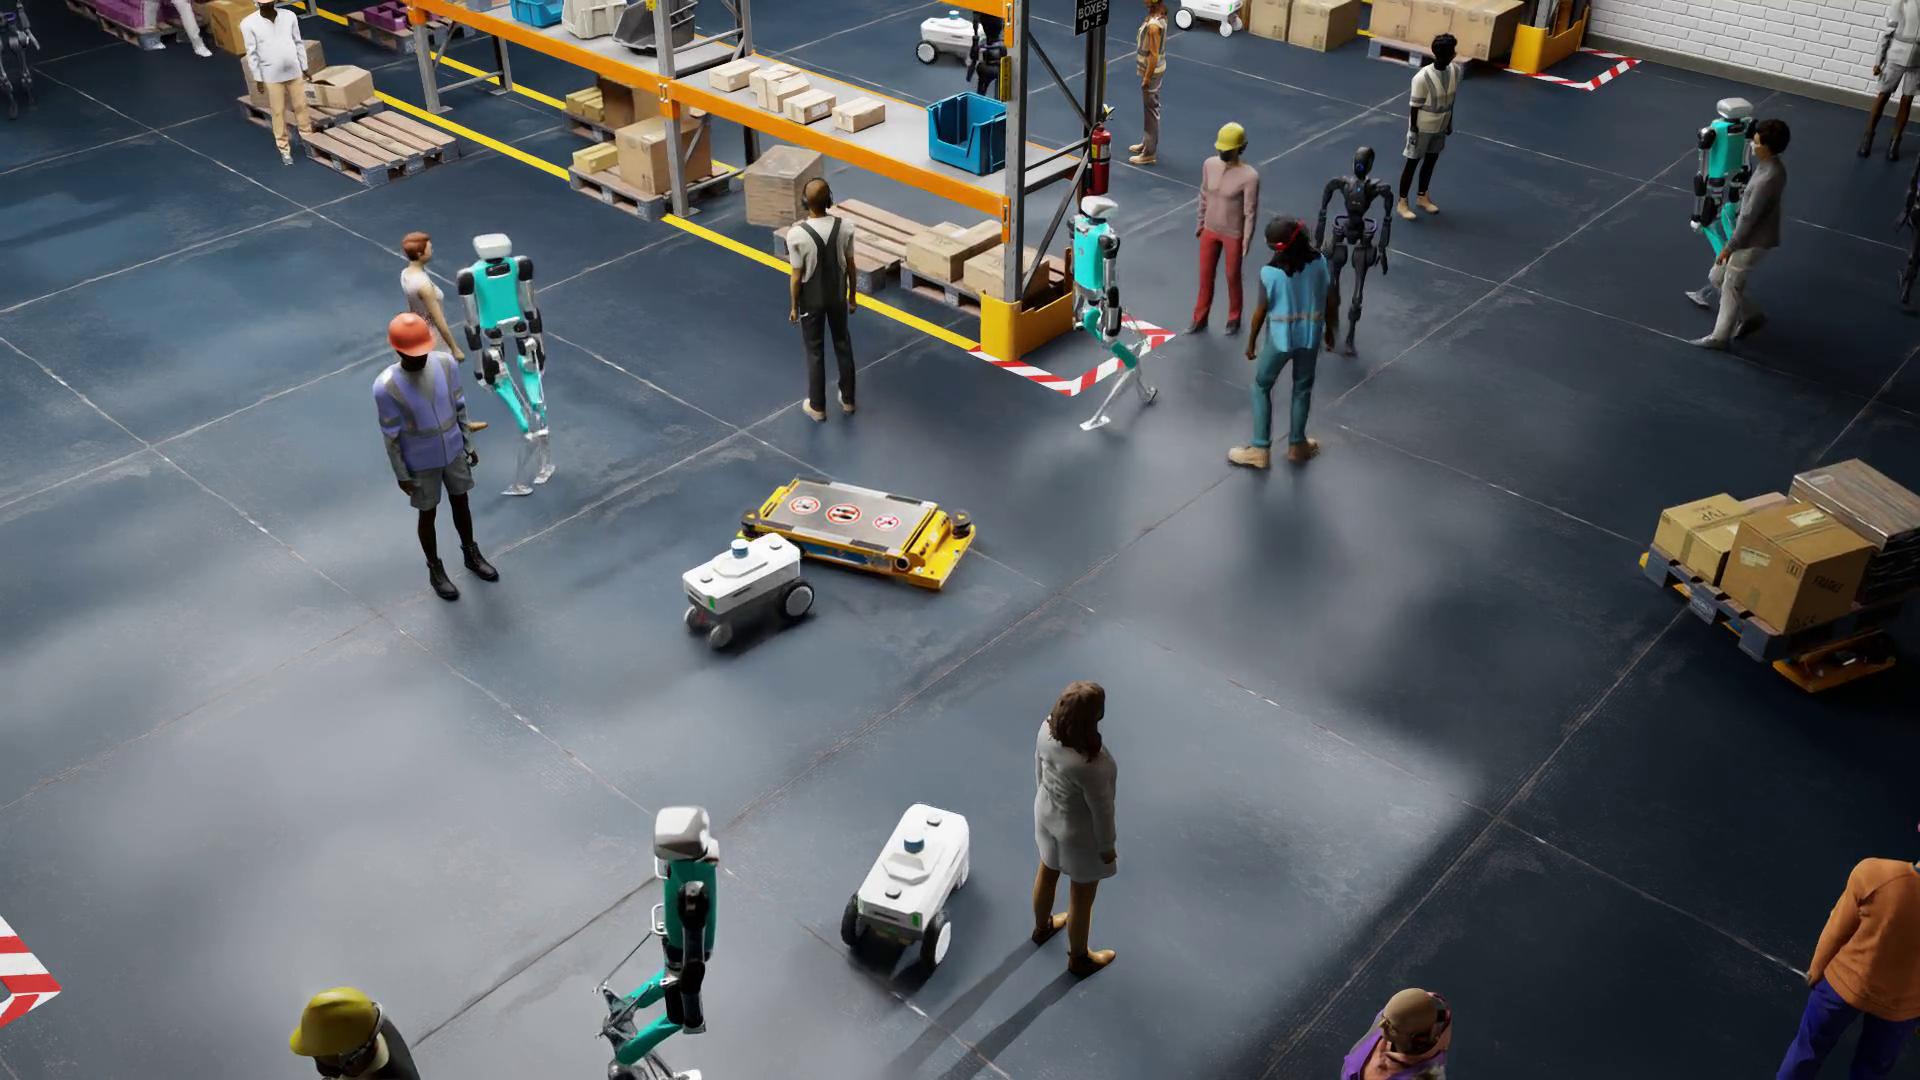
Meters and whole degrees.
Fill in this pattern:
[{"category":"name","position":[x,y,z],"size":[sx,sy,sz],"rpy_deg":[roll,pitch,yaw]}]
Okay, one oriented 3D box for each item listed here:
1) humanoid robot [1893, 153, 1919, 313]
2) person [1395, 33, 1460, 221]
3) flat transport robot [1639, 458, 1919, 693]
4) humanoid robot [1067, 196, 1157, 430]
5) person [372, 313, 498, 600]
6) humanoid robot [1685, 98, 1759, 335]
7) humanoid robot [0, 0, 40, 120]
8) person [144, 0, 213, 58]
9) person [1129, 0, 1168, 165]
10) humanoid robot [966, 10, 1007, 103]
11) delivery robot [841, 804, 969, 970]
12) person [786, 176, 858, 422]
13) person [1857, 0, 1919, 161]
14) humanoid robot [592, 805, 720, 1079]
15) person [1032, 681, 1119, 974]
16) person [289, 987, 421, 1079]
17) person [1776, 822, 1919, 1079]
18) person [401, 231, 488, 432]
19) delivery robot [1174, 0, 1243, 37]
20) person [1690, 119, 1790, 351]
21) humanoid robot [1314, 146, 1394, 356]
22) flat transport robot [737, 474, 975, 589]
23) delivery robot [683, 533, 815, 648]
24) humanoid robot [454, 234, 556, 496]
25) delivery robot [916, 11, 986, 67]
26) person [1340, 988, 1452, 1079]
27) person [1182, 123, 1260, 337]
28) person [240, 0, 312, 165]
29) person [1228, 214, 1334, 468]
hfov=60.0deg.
[{"category":"humanoid robot","position":[7.970,-2.704,13.539],"size":[0.589,1.635,0.792],"rpy_deg":[6,35,9]},{"category":"person","position":[4.221,-3.718,14.946],"size":[0.535,1.691,0.319],"rpy_deg":[-20,39,-27]},{"category":"flat transport robot","position":[4.956,0.390,10.245],"size":[0.659,0.231,1.431],"rpy_deg":[-14,37,-19]},{"category":"humanoid robot","position":[1.194,-1.643,11.949],"size":[0.850,1.836,0.562],"rpy_deg":[-18,38,-24]},{"category":"person","position":[-3.186,-0.515,10.099],"size":[0.387,1.929,0.543],"rpy_deg":[28,44,34]},{"category":"humanoid robot","position":[6.186,-2.501,13.175],"size":[0.565,1.798,0.948],"rpy_deg":[-13,37,-18]},{"category":"humanoid robot","position":[-9.810,-5.171,17.068],"size":[0.583,1.647,0.560],"rpy_deg":[-16,38,-22]},{"category":"person","position":[-9.020,-6.396,18.673],"size":[0.968,1.865,0.649],"rpy_deg":[24,41,31]},{"category":"person","position":[1.819,-4.513,16.020],"size":[0.315,1.777,0.465],"rpy_deg":[4,35,6]},{"category":"humanoid robot","position":[0.318,-4.774,16.492],"size":[0.319,1.659,0.598],"rpy_deg":[28,44,35]},{"category":"delivery robot","position":[-0.227,1.662,8.139],"size":[0.499,0.581,0.768],"rpy_deg":[13,37,17]},{"category":"person","position":[-0.975,-1.714,11.906],"size":[0.512,1.843,0.327],"rpy_deg":[-15,37,-20]},{"category":"person","position":[9.154,-4.635,16.070],"size":[0.548,1.927,0.389],"rpy_deg":[14,37,19]},{"category":"humanoid robot","position":[-1.289,1.810,6.869],"size":[0.698,1.748,0.538],"rpy_deg":[-6,35,-9]},{"category":"person","position":[0.540,1.313,7.682],"size":[0.338,1.659,0.486],"rpy_deg":[-24,41,-30]},{"category":"person","position":[-2.111,2.292,6.114],"size":[0.404,1.830,0.602],"rpy_deg":[-18,39,-24]},{"category":"person","position":[3.712,1.793,6.717],"size":[0.517,1.974,0.398],"rpy_deg":[18,39,25]},{"category":"person","position":[-3.676,-1.351,11.554],"size":[0.590,1.641,0.462],"rpy_deg":[-20,39,-26]},{"category":"delivery robot","position":[2.962,-6.318,19.709],"size":[0.774,0.592,0.499],"rpy_deg":[22,40,28]},{"category":"person","position":[6.037,-2.297,12.725],"size":[0.465,1.882,0.522],"rpy_deg":[15,37,20]},{"category":"humanoid robot","position":[3.023,-2.267,12.865],"size":[0.613,1.634,0.644],"rpy_deg":[10,36,14]},{"category":"flat transport robot","position":[-0.680,-0.068,10.909],"size":[1.431,0.231,0.659],"rpy_deg":[12,36,17]},{"category":"delivery robot","position":[-1.321,0.259,10.172],"size":[0.774,0.581,0.499],"rpy_deg":[-27,43,-33]},{"category":"humanoid robot","position":[-2.928,-1.123,11.130],"size":[0.574,1.754,0.761],"rpy_deg":[-25,42,-32]},{"category":"delivery robot","position":[-0.079,-5.662,18.741],"size":[0.756,0.571,0.499],"rpy_deg":[14,37,20]},{"category":"person","position":[1.595,2.275,6.259],"size":[0.347,1.694,0.481],"rpy_deg":[-8,35,-11]},{"category":"person","position":[2.064,-2.409,13.003],"size":[0.528,1.775,0.434],"rpy_deg":[26,42,32]},{"category":"person","position":[-6.549,-4.523,16.055],"size":[0.571,1.750,0.329],"rpy_deg":[-28,43,-34]},{"category":"person","position":[2.268,-1.337,11.371],"size":[0.691,1.843,0.378],"rpy_deg":[-3,35,-5]}]
